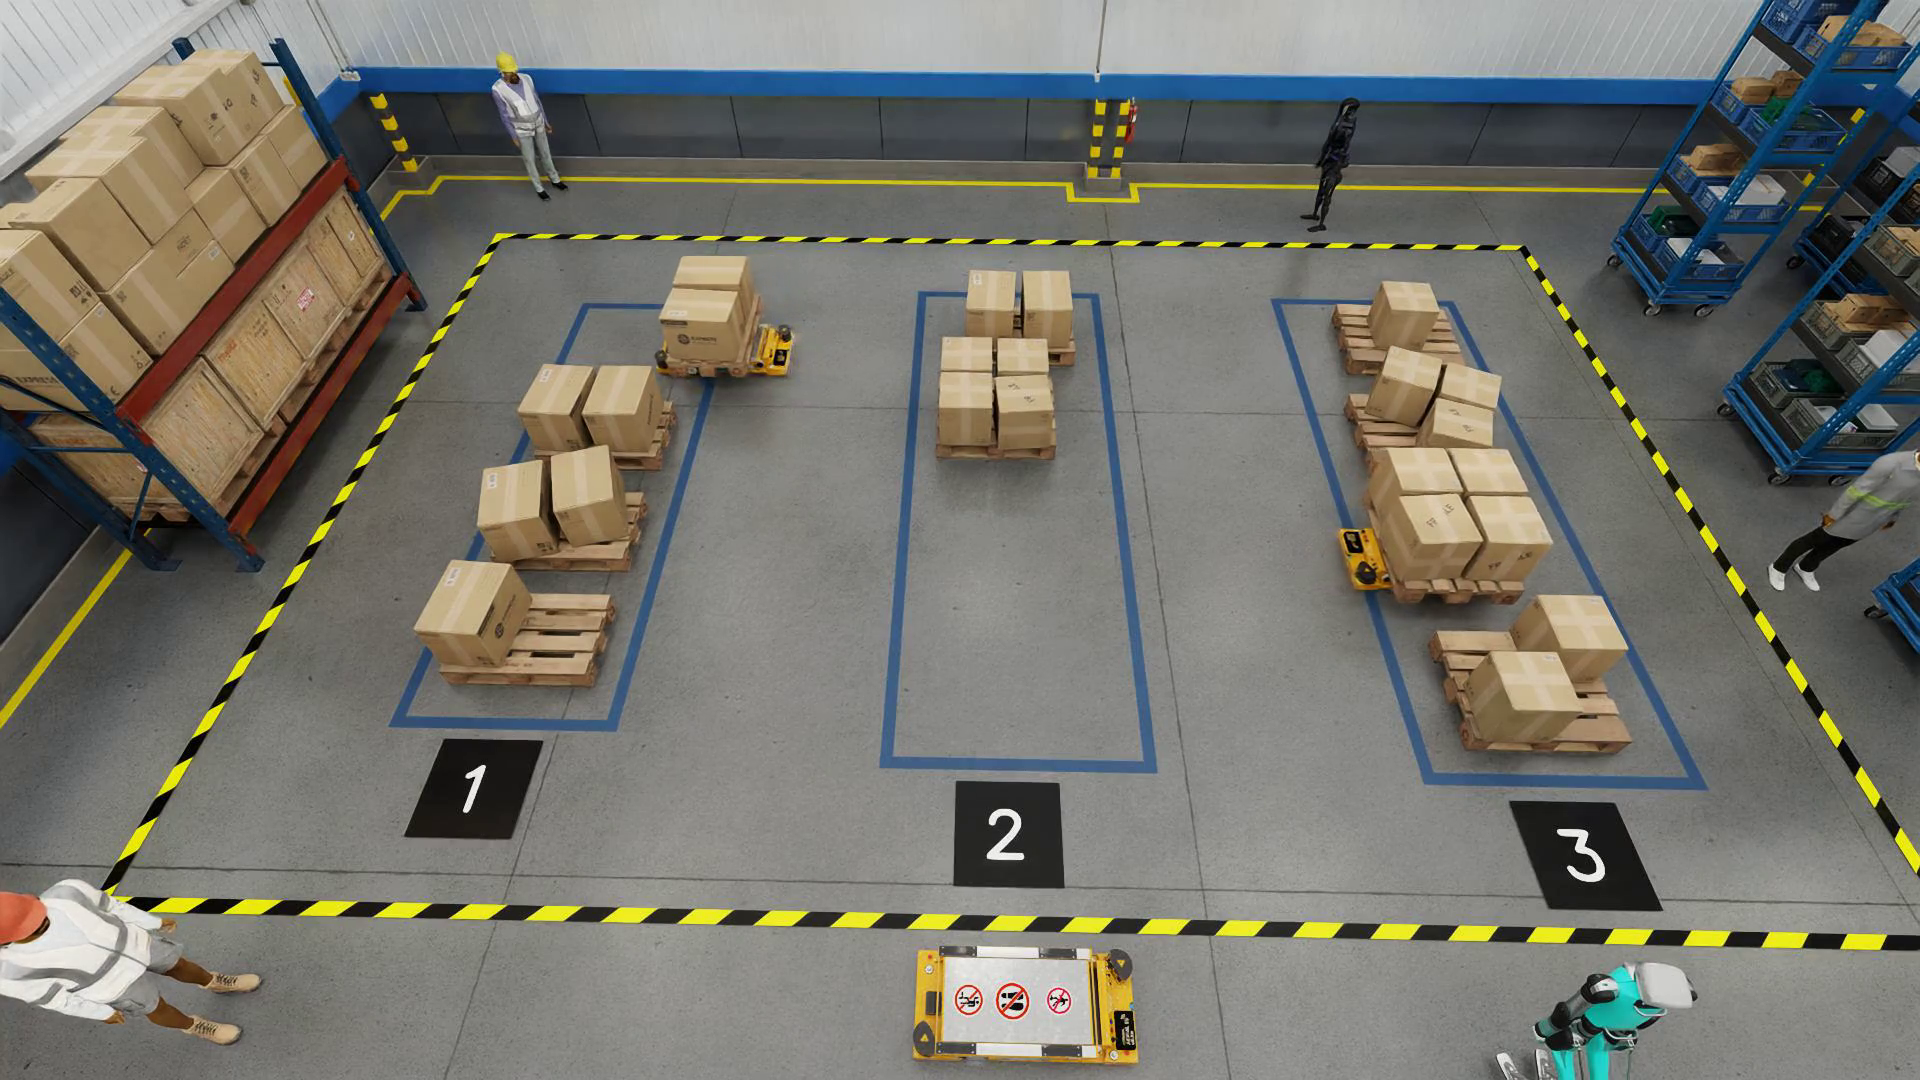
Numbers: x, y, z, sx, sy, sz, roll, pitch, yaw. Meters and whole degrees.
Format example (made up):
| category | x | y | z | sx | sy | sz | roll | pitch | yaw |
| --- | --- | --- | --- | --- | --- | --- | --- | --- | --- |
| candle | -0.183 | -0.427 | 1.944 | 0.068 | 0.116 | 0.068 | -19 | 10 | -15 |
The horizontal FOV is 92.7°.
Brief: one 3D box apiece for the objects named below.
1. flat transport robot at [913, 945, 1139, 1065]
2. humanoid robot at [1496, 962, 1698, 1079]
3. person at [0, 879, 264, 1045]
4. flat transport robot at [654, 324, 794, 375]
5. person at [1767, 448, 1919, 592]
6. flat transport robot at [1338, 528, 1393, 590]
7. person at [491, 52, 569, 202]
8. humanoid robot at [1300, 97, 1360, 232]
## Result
| category | x | y | z | sx | sy | sz | roll | pitch | yaw |
| --- | --- | --- | --- | --- | --- | --- | --- | --- | --- |
| flat transport robot | 0.422 | 3.041 | 6.007 | 1.431 | 0.231 | 0.659 | 1 | 51 | 1 |
| humanoid robot | 3.555 | 2.907 | 5.082 | 0.533 | 1.677 | 0.735 | 0 | 51 | 0 |
| person | -4.866 | 2.467 | 5.332 | 0.372 | 2.044 | 0.604 | -1 | 51 | -1 |
| flat transport robot | -2.618 | -2.134 | 10.207 | 1.431 | 0.197 | 0.652 | 1 | 51 | 1 |
| person | 7.564 | -0.214 | 7.638 | 0.596 | 1.851 | 0.379 | 1 | 51 | 1 |
| flat transport robot | 4.262 | 0.148 | 8.347 | 1.431 | 0.197 | 0.652 | 1 | 51 | 1 |
| person | -5.553 | -5.322 | 11.814 | 0.403 | 1.834 | 0.588 | 30 | 57 | 22 |
| humanoid robot | 4.606 | -4.638 | 11.348 | 0.315 | 1.657 | 0.599 | -1 | 51 | 0 |
